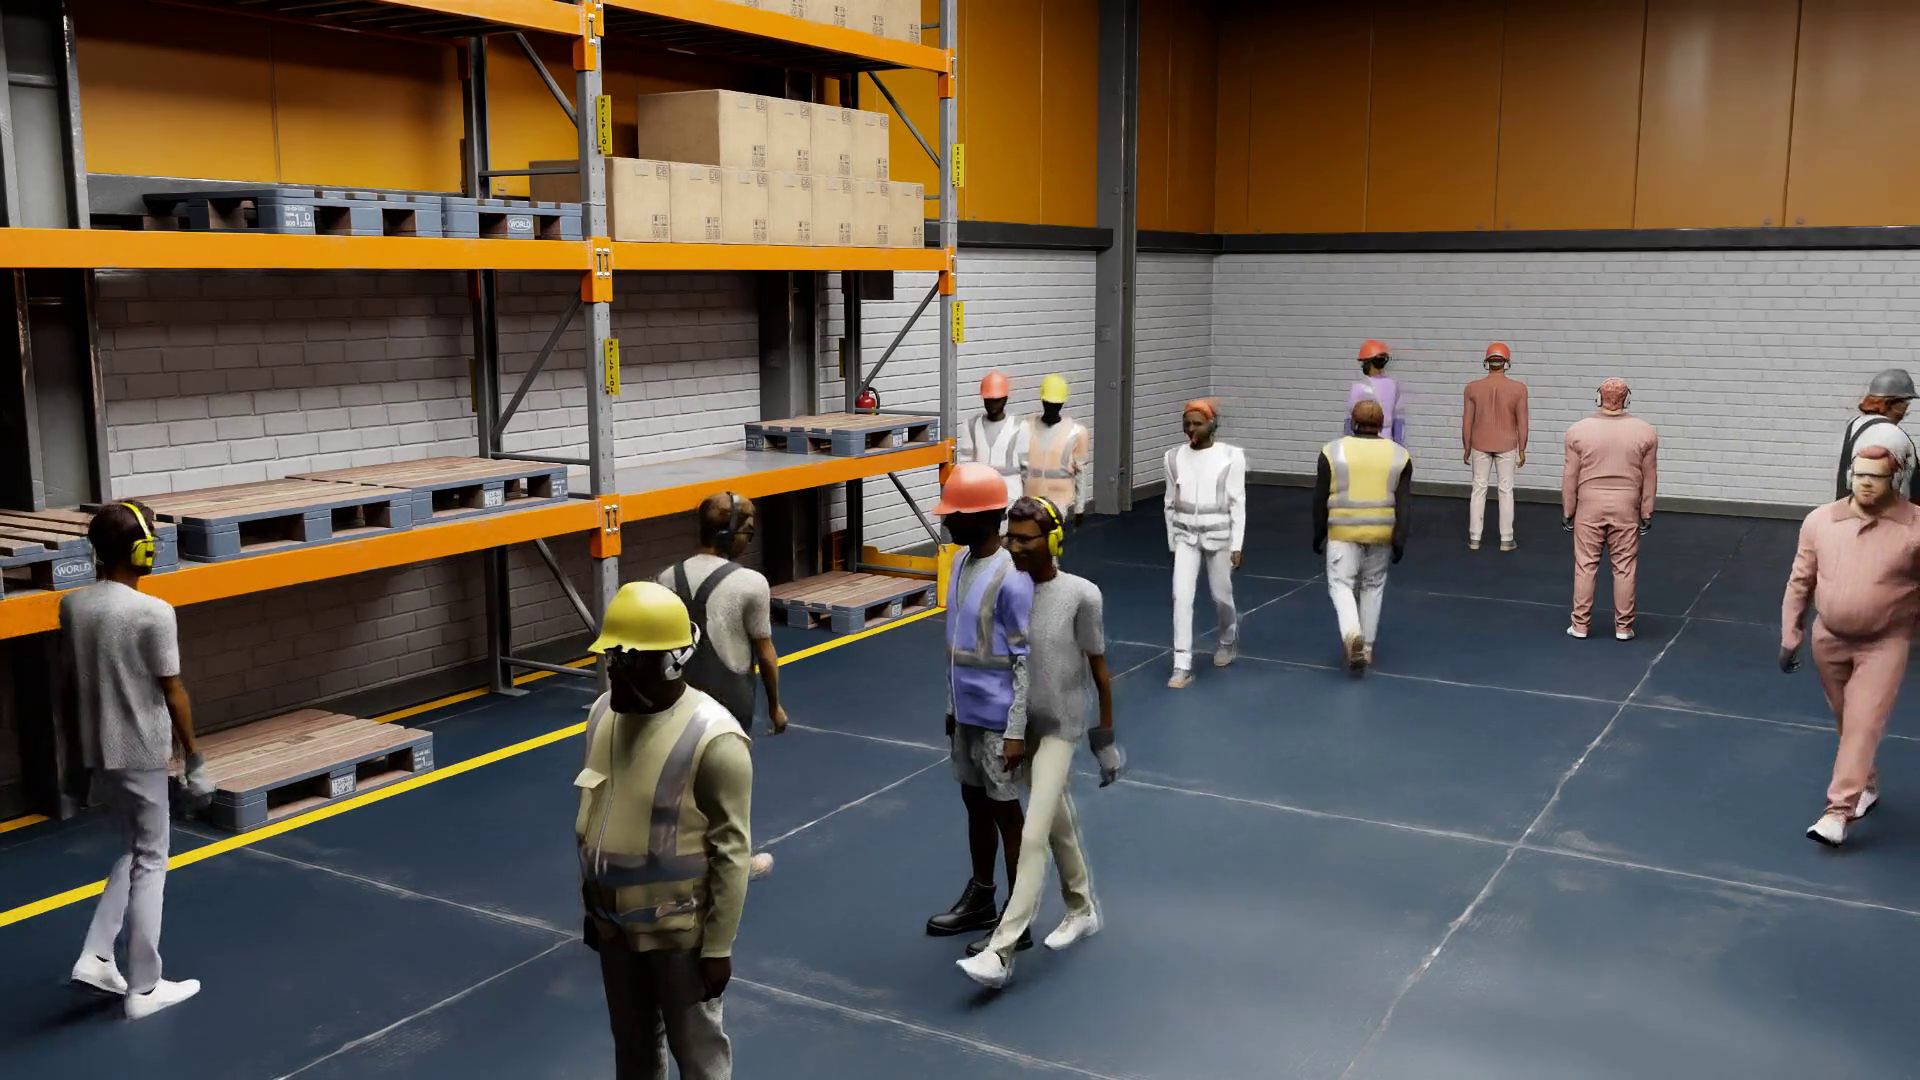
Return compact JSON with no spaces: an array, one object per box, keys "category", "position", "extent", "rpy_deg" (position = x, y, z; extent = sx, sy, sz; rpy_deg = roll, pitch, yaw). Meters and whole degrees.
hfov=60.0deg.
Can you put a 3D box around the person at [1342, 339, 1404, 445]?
[{"category":"person","position":[3.847,-0.873,15.722],"extent":[0.613,2.029,0.492],"rpy_deg":[-6,11,-35]}]

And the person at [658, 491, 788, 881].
[{"category":"person","position":[-0.997,0.694,6.736],"extent":[0.503,1.789,0.965],"rpy_deg":[5,11,30]}]

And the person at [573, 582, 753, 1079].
[{"category":"person","position":[-0.832,1.015,4.533],"extent":[0.590,1.833,0.404],"rpy_deg":[7,11,36]}]

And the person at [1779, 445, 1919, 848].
[{"category":"person","position":[4.206,0.478,7.812],"extent":[1.018,1.854,0.666],"rpy_deg":[-8,12,-41]}]

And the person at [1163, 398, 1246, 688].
[{"category":"person","position":[1.613,-0.010,10.883],"extent":[0.578,1.857,0.914],"rpy_deg":[4,10,25]}]

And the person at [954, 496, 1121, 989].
[{"category":"person","position":[0.252,0.745,6.249],"extent":[0.535,1.815,0.987],"rpy_deg":[8,12,42]}]

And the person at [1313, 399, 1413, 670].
[{"category":"person","position":[2.685,-0.028,11.098],"extent":[0.627,1.820,0.710],"rpy_deg":[0,9,2]}]

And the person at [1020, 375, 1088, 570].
[{"category":"person","position":[0.700,-0.339,12.823],"extent":[0.604,1.886,0.931],"rpy_deg":[3,10,19]}]

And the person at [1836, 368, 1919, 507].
[{"category":"person","position":[6.134,-0.139,11.088],"extent":[0.535,2.000,0.711],"rpy_deg":[1,9,6]}]

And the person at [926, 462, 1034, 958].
[{"category":"person","position":[0.084,0.658,6.442],"extent":[0.374,1.934,0.548],"rpy_deg":[-5,10,-28]}]

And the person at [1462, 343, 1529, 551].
[{"category":"person","position":[5.122,-0.890,15.934],"extent":[0.609,1.991,0.384],"rpy_deg":[4,10,23]}]

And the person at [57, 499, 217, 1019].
[{"category":"person","position":[-2.912,0.783,5.917],"extent":[0.527,1.855,0.382],"rpy_deg":[5,10,26]}]

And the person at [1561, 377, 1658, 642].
[{"category":"person","position":[4.665,-0.217,11.991],"extent":[0.642,1.909,0.409],"rpy_deg":[3,9,15]}]

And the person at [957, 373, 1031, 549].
[{"category":"person","position":[0.234,-0.319,12.678],"extent":[0.566,1.886,0.983],"rpy_deg":[4,10,22]}]
